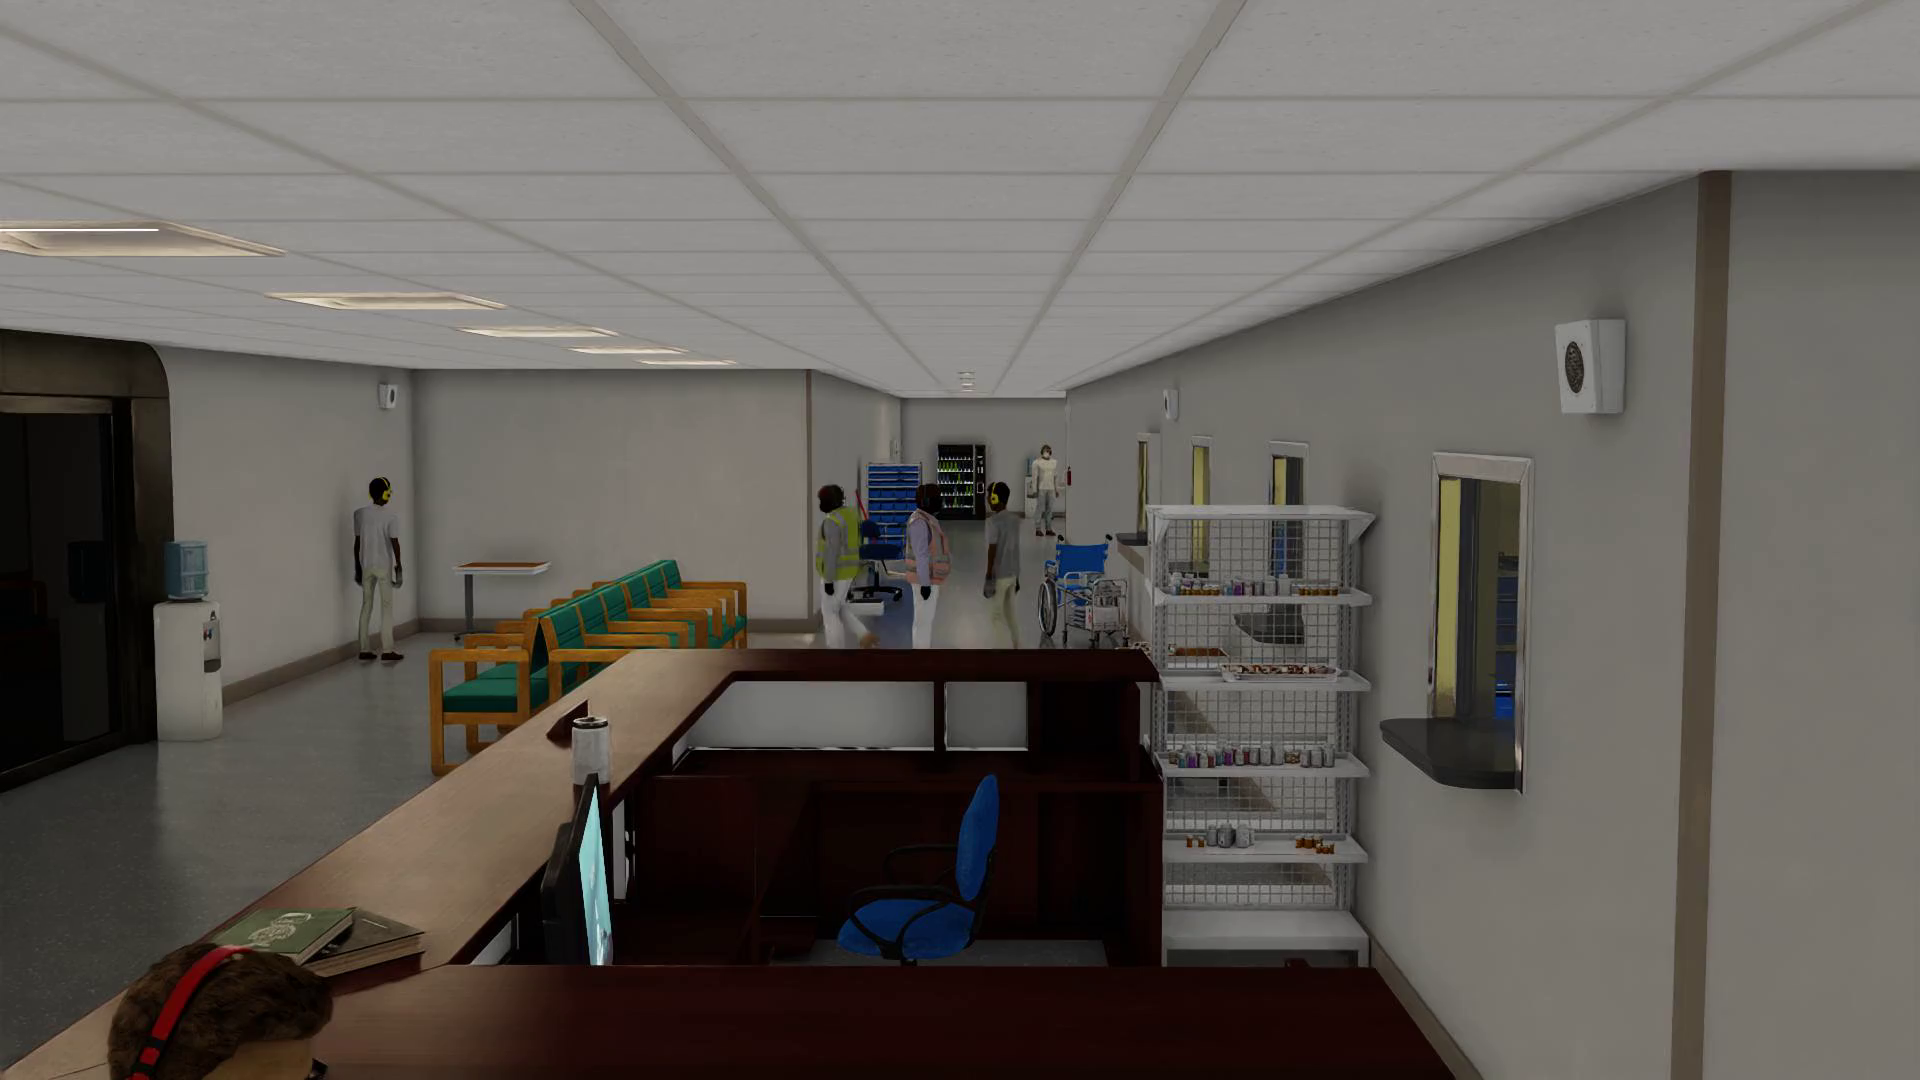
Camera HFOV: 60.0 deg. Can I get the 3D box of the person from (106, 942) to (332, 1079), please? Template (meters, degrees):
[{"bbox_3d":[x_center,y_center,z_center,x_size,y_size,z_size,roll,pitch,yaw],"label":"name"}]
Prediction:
[{"bbox_3d":[-0.878,1.367,1.901,0.390,1.838,0.564,0,4,7],"label":"person"}]

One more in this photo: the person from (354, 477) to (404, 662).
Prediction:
[{"bbox_3d":[-5.867,0.300,16.763,0.521,1.861,0.332,1,4,11],"label":"person"}]

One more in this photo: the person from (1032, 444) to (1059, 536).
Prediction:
[{"bbox_3d":[1.801,-1.043,35.033,0.637,1.936,0.355,-2,5,-30],"label":"person"}]

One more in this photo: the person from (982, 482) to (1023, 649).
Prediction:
[{"bbox_3d":[0.404,0.364,15.964,0.366,1.846,0.531,2,5,31],"label":"person"}]

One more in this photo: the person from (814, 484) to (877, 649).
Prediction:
[{"bbox_3d":[-1.173,0.346,16.424,0.542,1.807,0.644,1,4,18],"label":"person"}]

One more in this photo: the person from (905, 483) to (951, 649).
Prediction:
[{"bbox_3d":[-0.297,0.388,15.631,0.429,1.844,0.623,0,4,3],"label":"person"}]
